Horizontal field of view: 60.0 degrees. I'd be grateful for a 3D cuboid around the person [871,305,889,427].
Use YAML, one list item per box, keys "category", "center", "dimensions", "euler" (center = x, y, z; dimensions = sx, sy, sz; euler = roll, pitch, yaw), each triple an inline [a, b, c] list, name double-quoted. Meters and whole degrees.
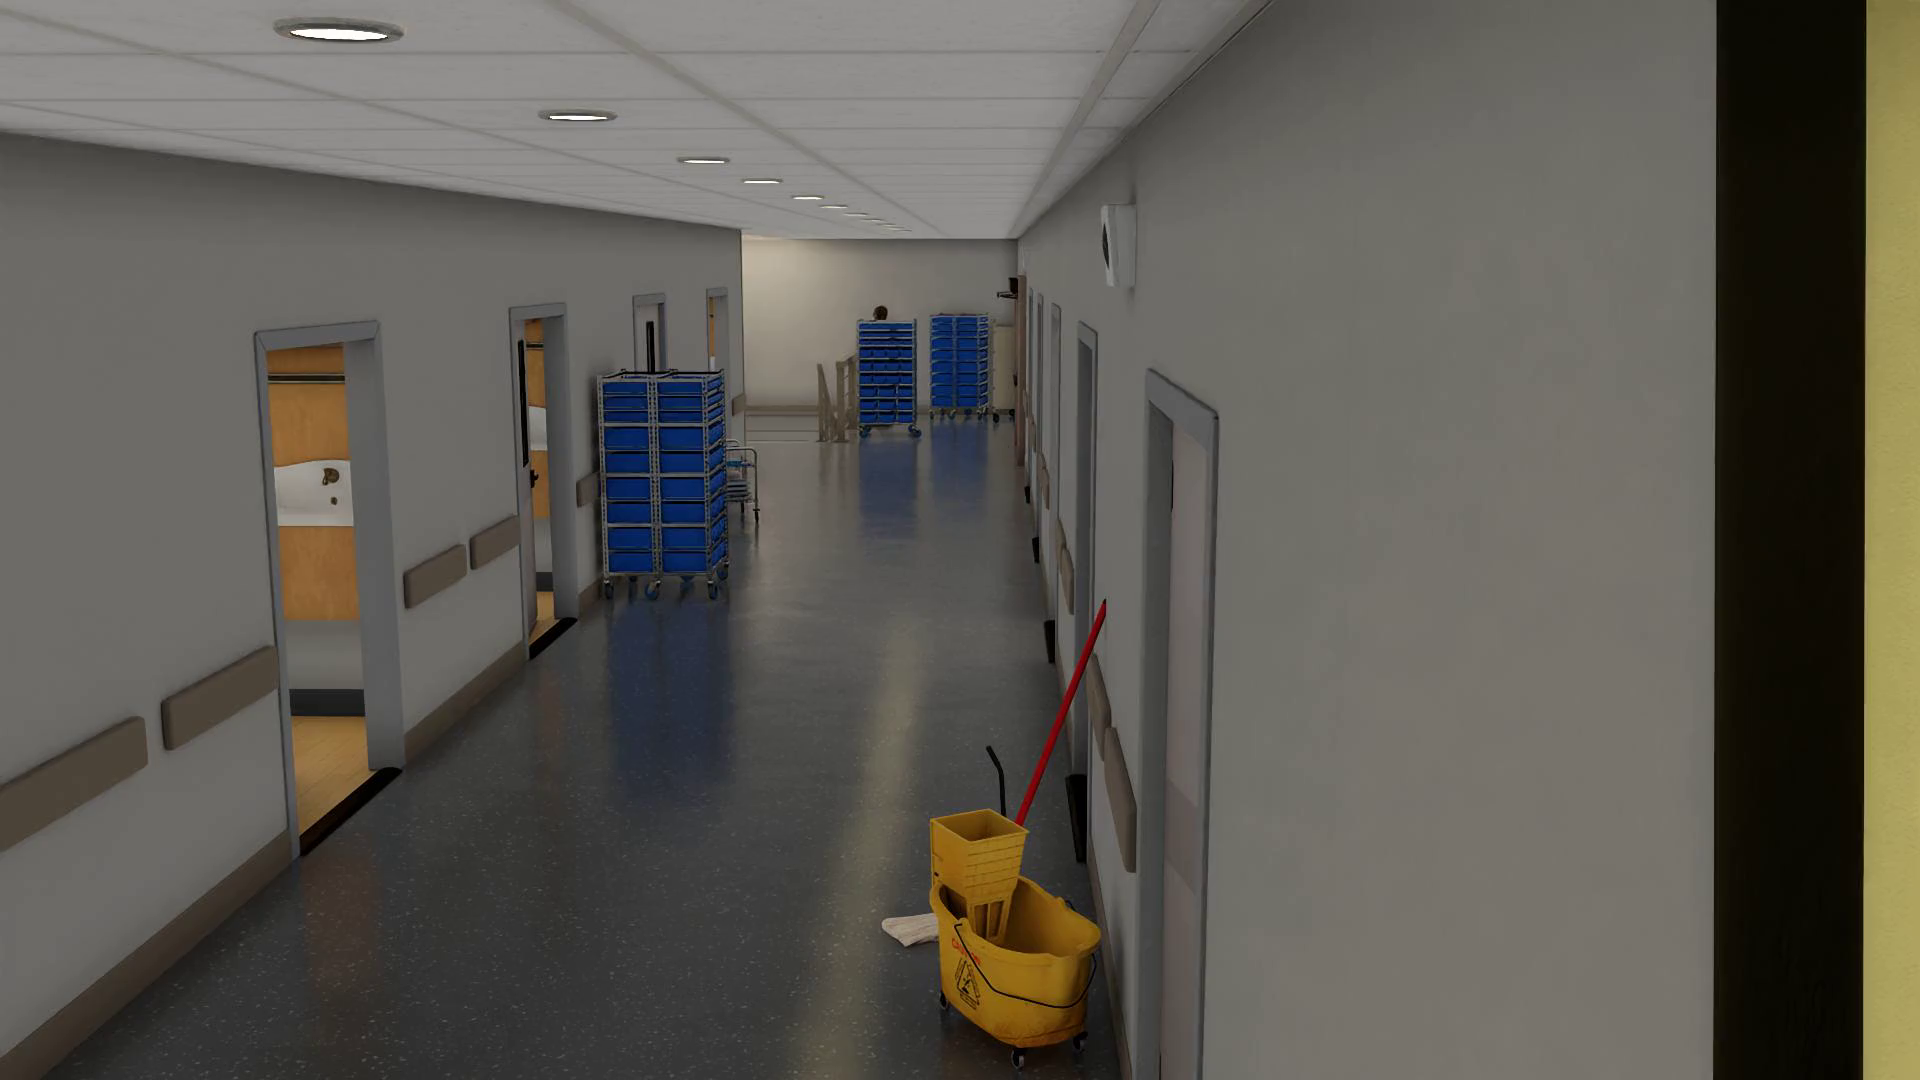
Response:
- category: "person"
  center: [-1.242, -2.781, 26.628]
  dimensions: [0.371, 1.941, 0.627]
  euler: [3, 10, 15]
